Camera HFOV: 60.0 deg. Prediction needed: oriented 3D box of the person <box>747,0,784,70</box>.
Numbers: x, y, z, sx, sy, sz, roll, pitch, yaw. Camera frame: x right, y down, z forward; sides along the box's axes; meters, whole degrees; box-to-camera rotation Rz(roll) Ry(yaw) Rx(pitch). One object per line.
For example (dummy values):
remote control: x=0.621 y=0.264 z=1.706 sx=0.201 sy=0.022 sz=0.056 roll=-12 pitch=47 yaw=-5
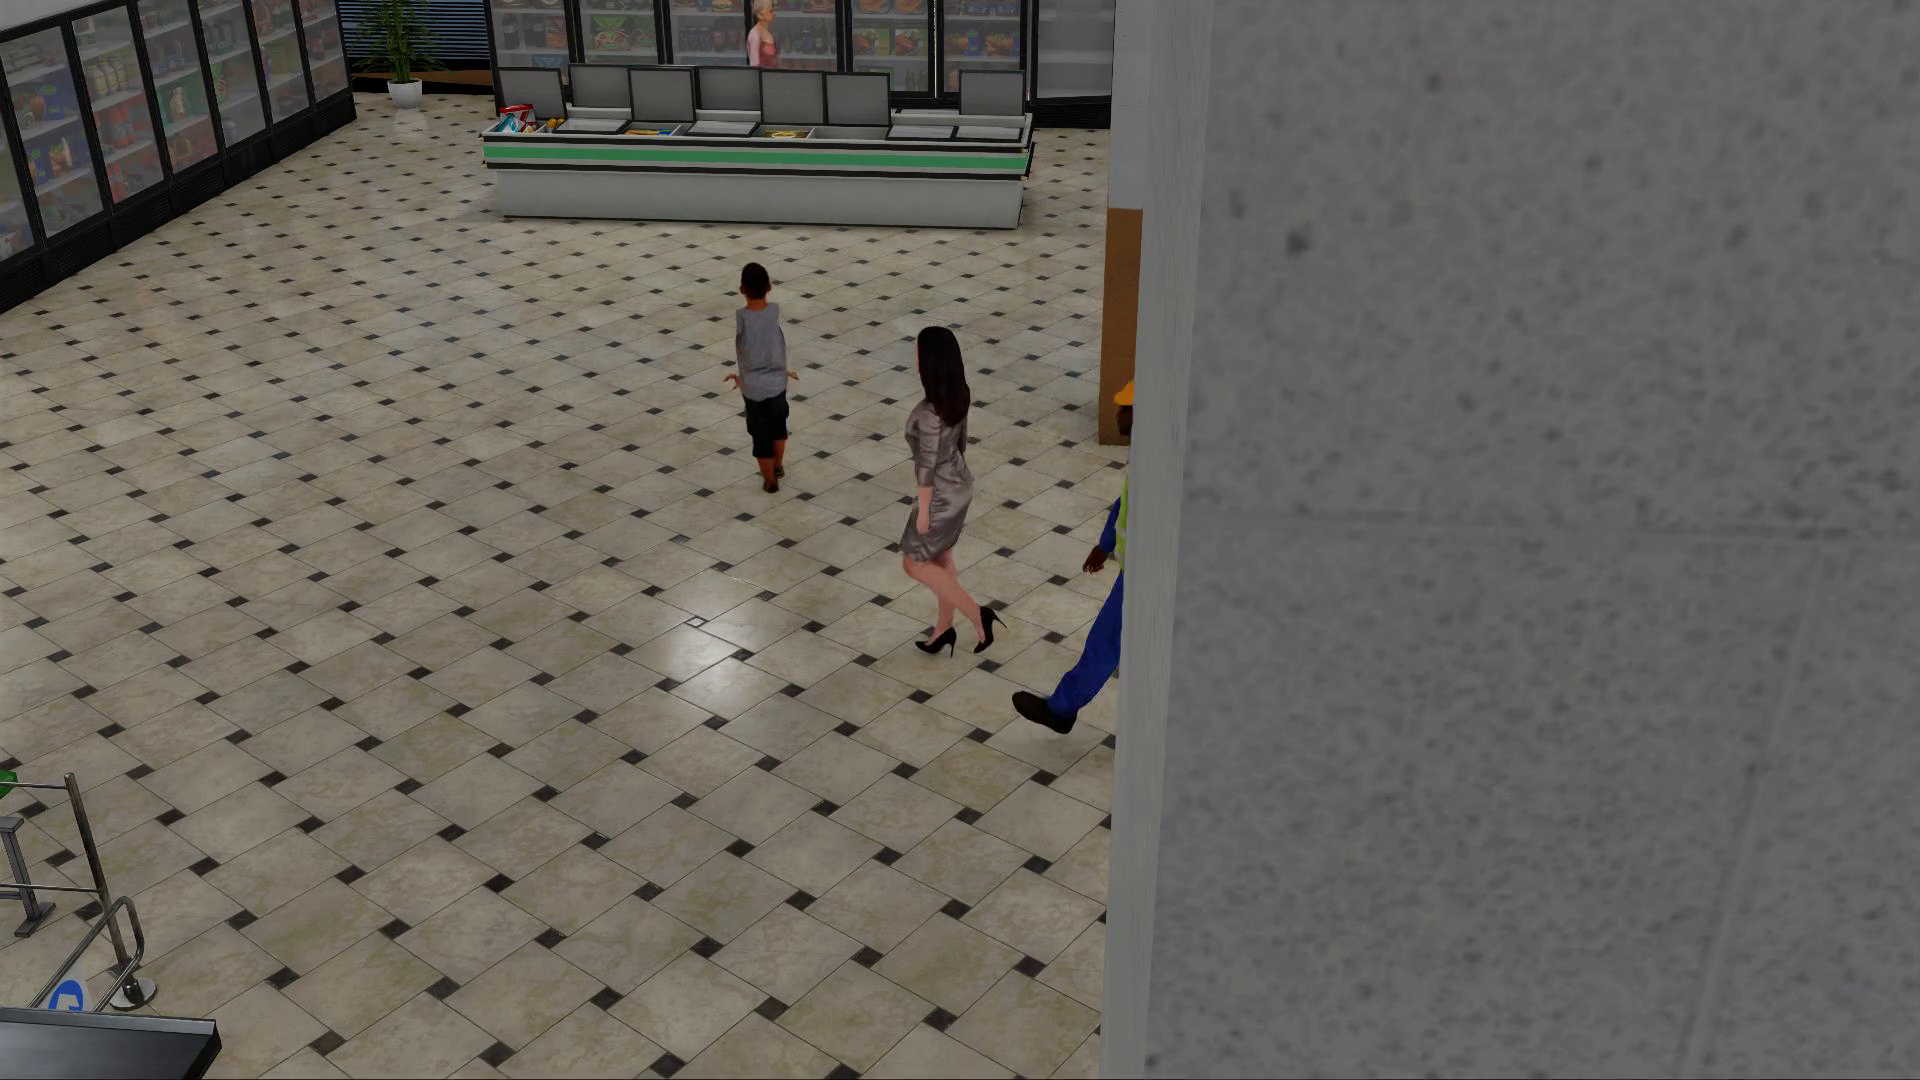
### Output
person: x=-2.059 y=-4.562 z=16.714 sx=0.838 sy=1.666 sz=0.604 roll=2 pitch=27 yaw=4

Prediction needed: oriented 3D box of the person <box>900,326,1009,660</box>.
person: x=-0.022 y=-0.166 z=7.969 sx=0.830 sy=1.735 sz=0.734 roll=11 pitch=29 yaw=20

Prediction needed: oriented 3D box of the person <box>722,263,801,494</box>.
person: x=-1.153 y=-0.966 z=9.867 sx=0.687 sy=1.446 sz=0.771 roll=-8 pitch=28 yaw=-16
